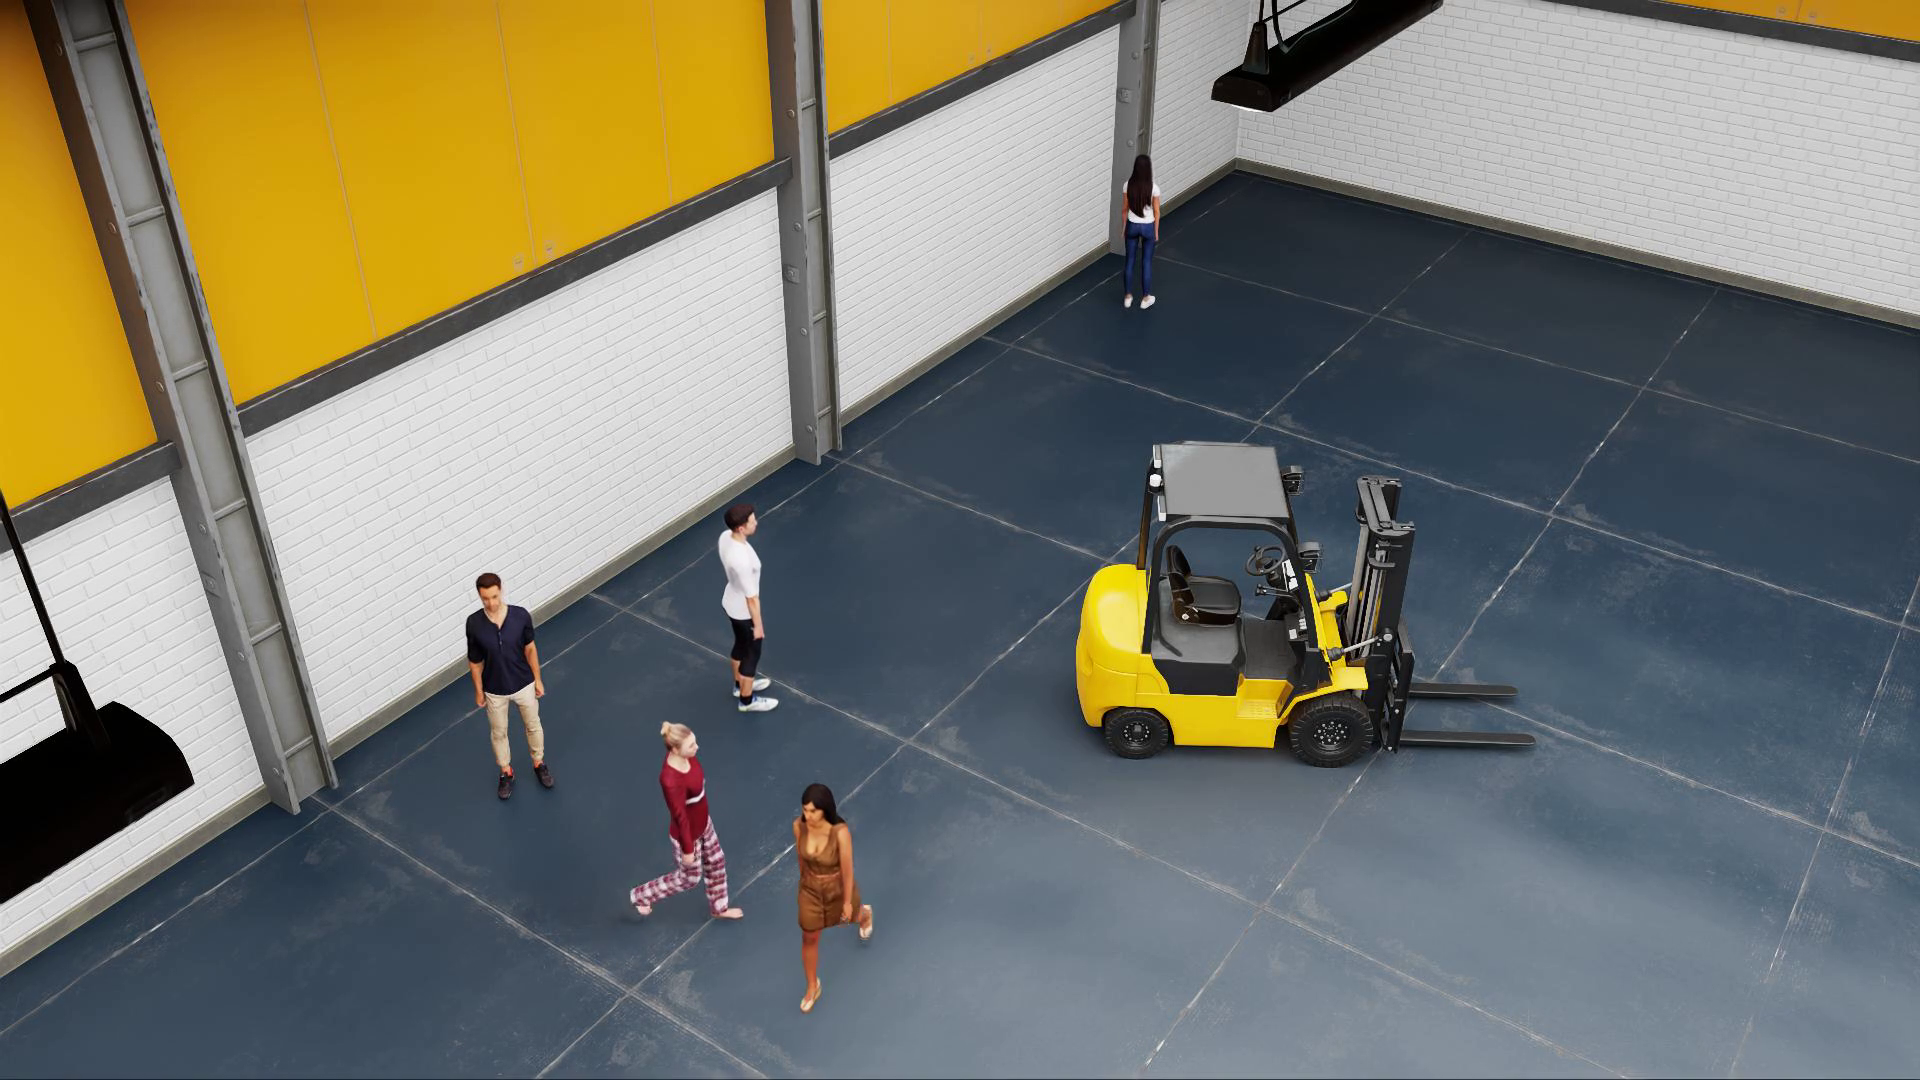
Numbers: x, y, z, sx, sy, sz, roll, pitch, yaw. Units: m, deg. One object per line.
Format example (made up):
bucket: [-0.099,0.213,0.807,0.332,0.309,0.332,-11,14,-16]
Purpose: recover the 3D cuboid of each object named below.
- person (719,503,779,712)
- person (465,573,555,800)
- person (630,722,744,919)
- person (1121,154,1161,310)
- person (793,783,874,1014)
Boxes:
person: [-1.657,0.505,12.626,0.762,1.849,0.760,-14,36,-20]
person: [-3.223,1.013,11.852,0.659,1.859,0.767,-12,35,-17]
person: [-1.825,1.852,10.750,0.992,1.682,1.007,1,34,1]
person: [2.019,-3.457,18.655,0.636,1.774,0.590,12,36,18]
person: [-0.774,2.132,10.353,0.763,1.656,1.118,11,35,16]
